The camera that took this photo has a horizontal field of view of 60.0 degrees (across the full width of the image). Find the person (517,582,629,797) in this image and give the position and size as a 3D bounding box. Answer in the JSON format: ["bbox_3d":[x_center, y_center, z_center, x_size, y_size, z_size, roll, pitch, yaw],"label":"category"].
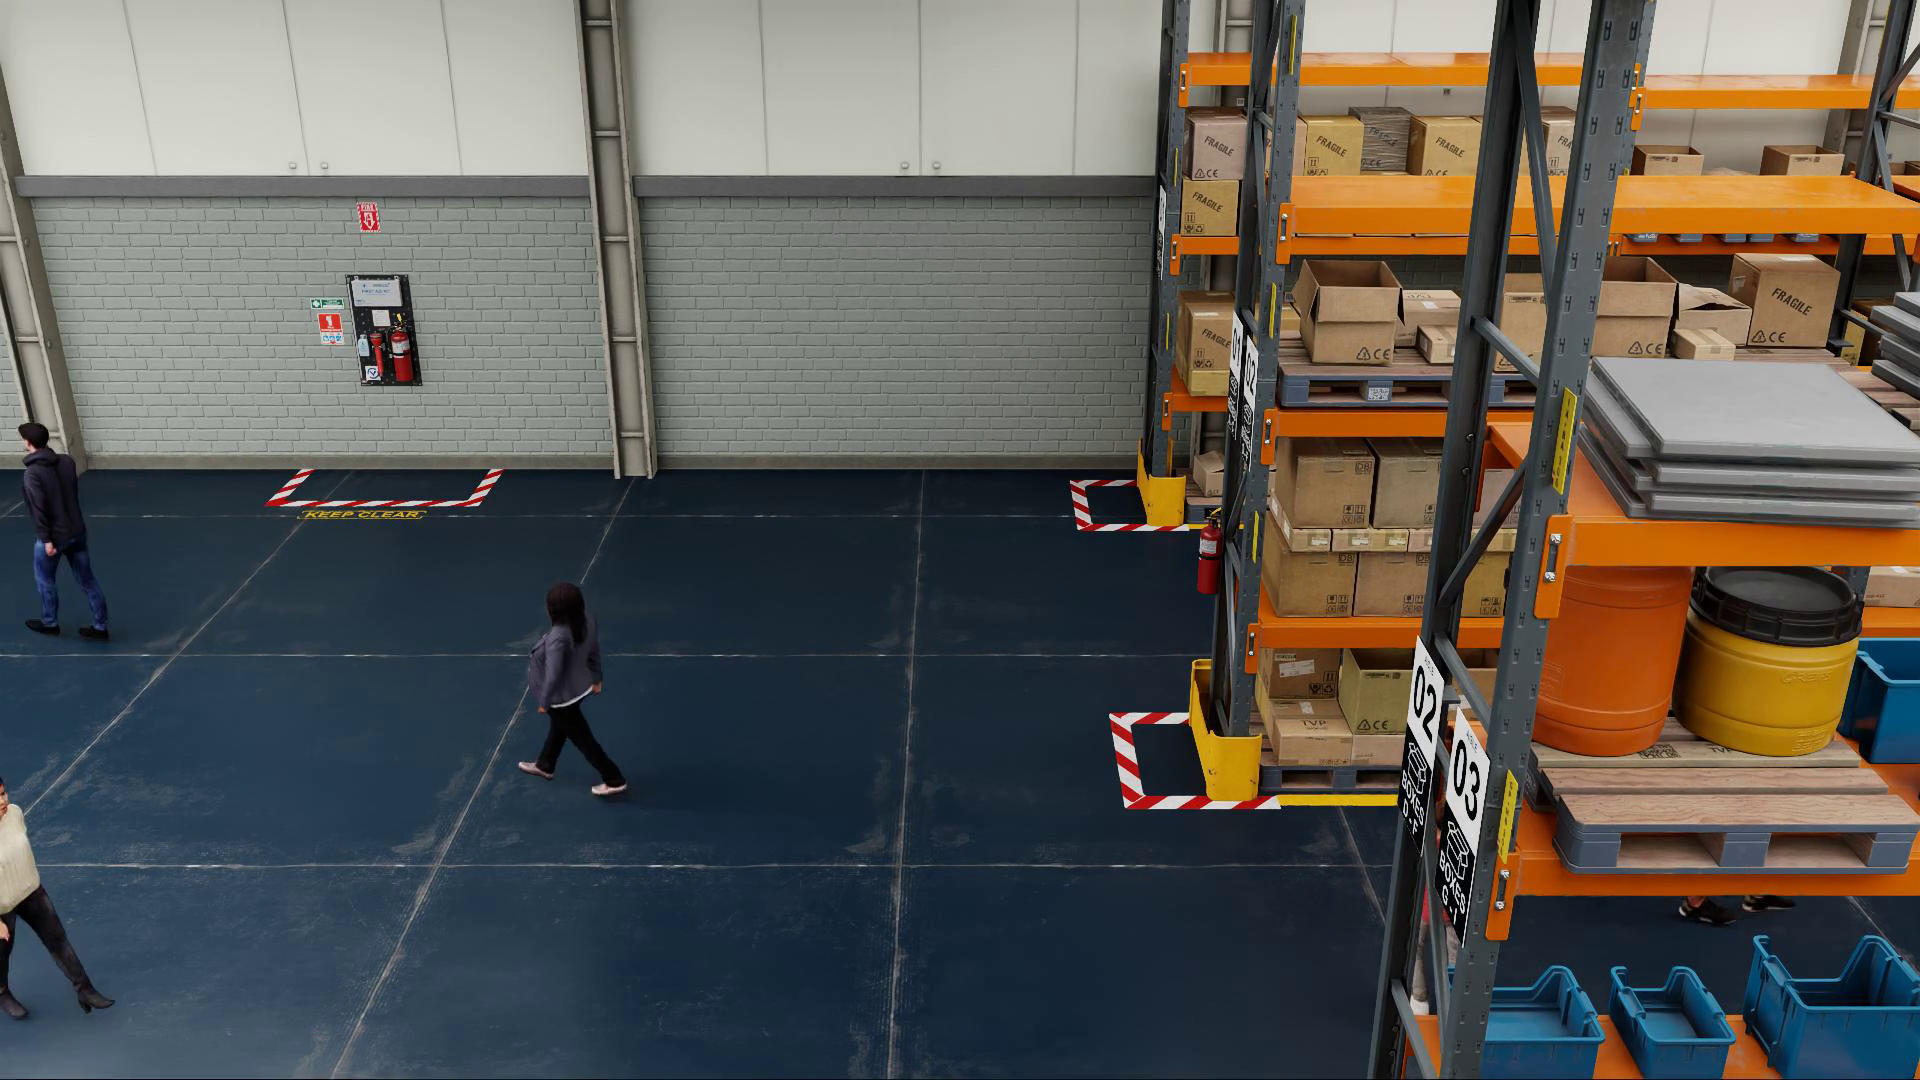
[{"bbox_3d":[-2.589,1.054,11.279,1.128,1.555,0.783,4,23,10],"label":"person"}]

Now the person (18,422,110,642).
[{"bbox_3d":[-7.184,-0.029,13.438,1.073,1.859,0.873,7,24,17],"label":"person"}]

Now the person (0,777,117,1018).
[{"bbox_3d":[-5.267,1.971,9.121,1.036,1.556,0.787,7,24,16],"label":"person"}]
